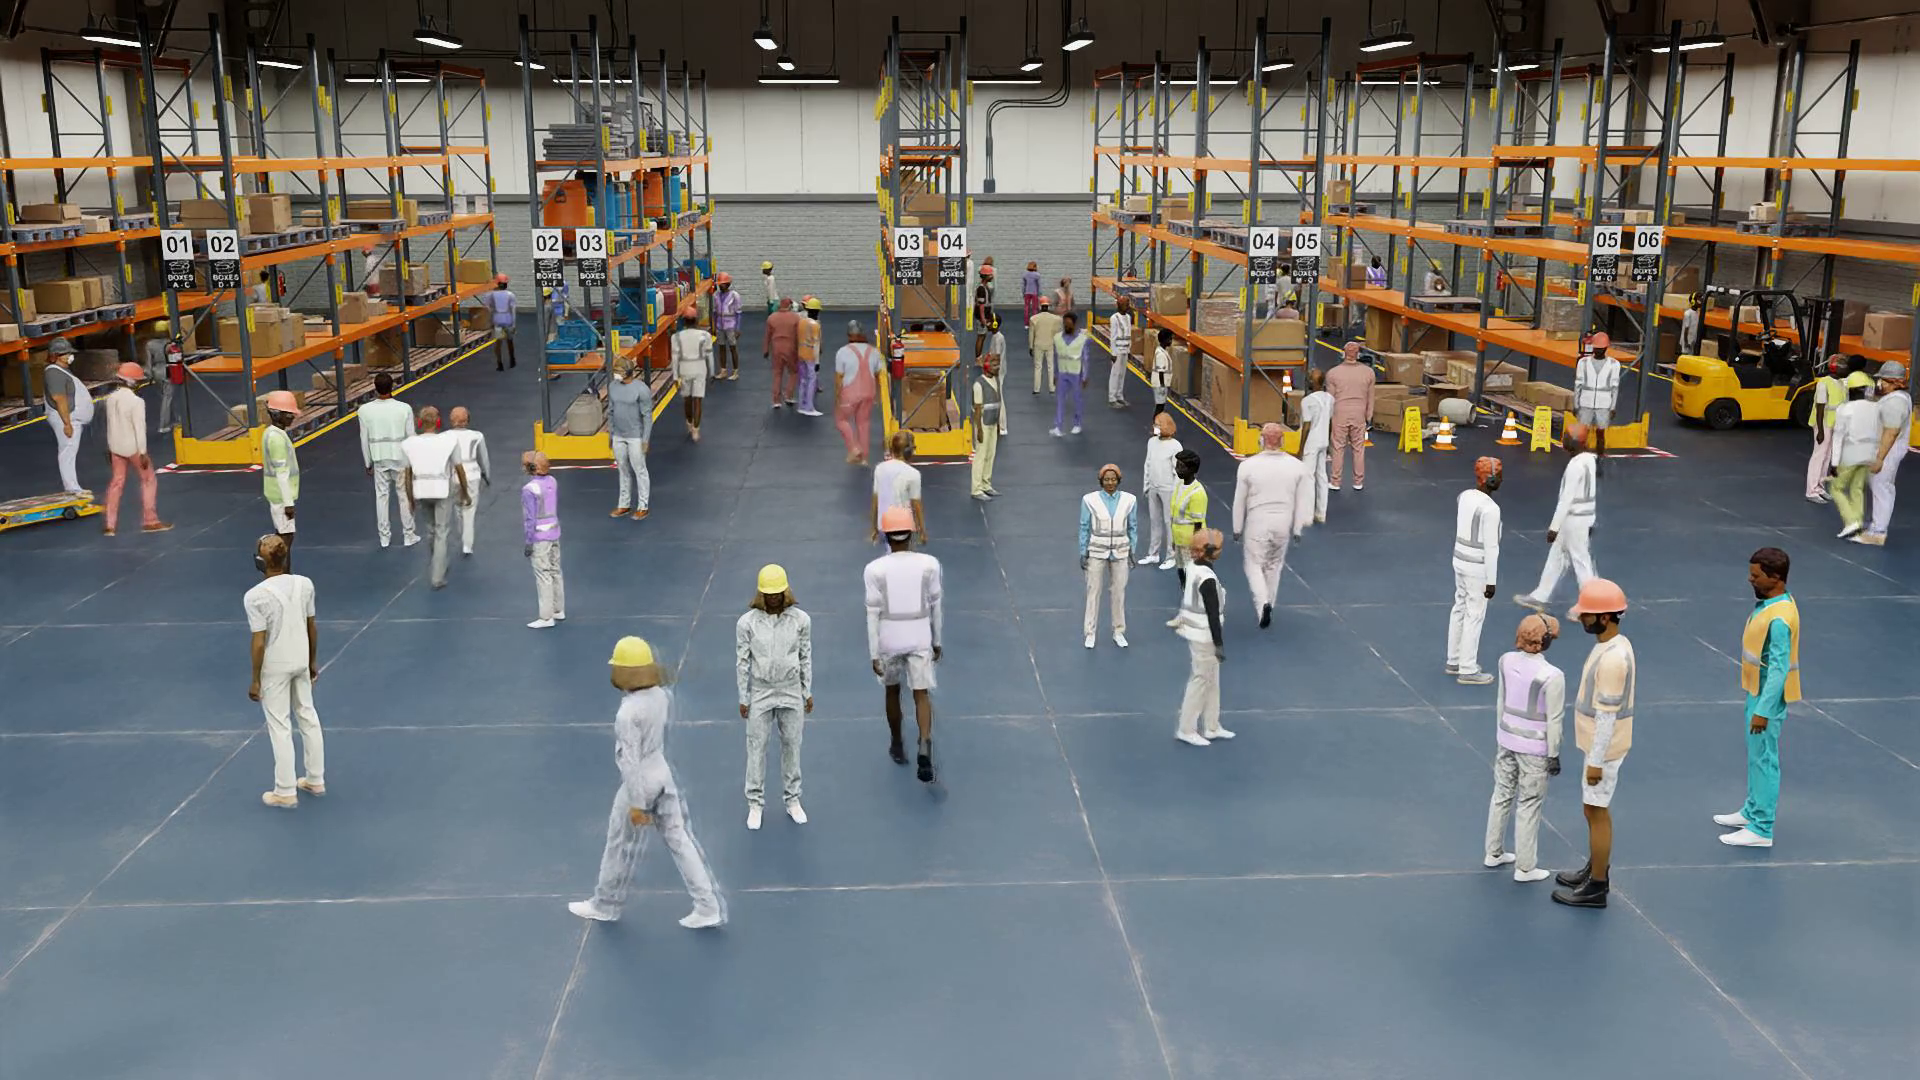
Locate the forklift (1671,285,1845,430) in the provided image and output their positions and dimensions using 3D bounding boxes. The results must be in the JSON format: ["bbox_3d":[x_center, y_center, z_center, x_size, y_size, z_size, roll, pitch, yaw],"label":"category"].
[{"bbox_3d":[12.503,-2.886,26.166,2.313,2.155,1.214,-1,13,-3],"label":"forklift"}]

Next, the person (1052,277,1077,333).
[{"bbox_3d":[2.265,-4.752,35.295,0.543,1.607,0.692,-9,16,-34],"label":"person"}]

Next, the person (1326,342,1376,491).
[{"bbox_3d":[4.950,-1.573,21.219,0.640,1.909,0.409,0,13,-2],"label":"person"}]

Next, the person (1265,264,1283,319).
[{"bbox_3d":[7.241,-5.561,38.186,0.349,1.879,0.579,-9,16,-34],"label":"person"}]

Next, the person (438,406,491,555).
[{"bbox_3d":[-5.358,-0.650,17.981,0.533,1.593,0.868,-2,13,-8],"label":"person"}]

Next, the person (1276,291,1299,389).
[{"bbox_3d":[5.968,-3.641,30.280,0.321,1.769,0.523,-12,18,-40],"label":"person"}]

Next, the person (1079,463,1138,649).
[{"bbox_3d":[1.297,0.137,14.547,0.525,1.638,0.308,-1,13,-6],"label":"person"}]

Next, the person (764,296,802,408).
[{"bbox_3d":[-2.950,-3.190,28.124,0.779,1.866,0.792,3,14,13],"label":"person"}]

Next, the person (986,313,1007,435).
[{"bbox_3d":[0.556,-2.530,25.388,0.325,1.861,0.501,-1,13,-3],"label":"person"}]

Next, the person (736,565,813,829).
[{"bbox_3d":[-1.180,0.999,10.675,0.492,1.742,0.320,-4,14,-16],"label":"person"}]

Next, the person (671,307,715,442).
[{"bbox_3d":[-4.010,-2.497,24.982,0.613,1.989,1.070,0,13,-1],"label":"person"}]

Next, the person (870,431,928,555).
[{"bbox_3d":[-0.508,-0.094,15.140,0.507,1.815,0.726,13,18,43],"label":"person"}]

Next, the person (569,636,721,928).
[{"bbox_3d":[-1.753,1.355,9.271,0.916,1.695,0.503,5,14,19],"label":"person"}]

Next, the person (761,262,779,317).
[{"bbox_3d":[-4.361,-5.520,38.283,0.413,1.749,0.529,-2,13,-10],"label":"person"}]

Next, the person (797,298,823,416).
[{"bbox_3d":[-2.445,-2.993,27.227,0.406,1.914,0.585,-11,17,-38],"label":"person"}]

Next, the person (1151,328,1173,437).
[{"bbox_3d":[3.019,-2.322,24.876,0.325,1.682,0.538,2,13,7],"label":"person"}]

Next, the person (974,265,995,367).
[{"bbox_3d":[0.499,-4.466,33.213,0.412,2.035,0.605,2,13,7],"label":"person"}]

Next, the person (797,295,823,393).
[{"bbox_3d":[-2.699,-3.497,29.700,0.574,1.747,0.335,7,15,29],"label":"person"}]

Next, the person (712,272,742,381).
[{"bbox_3d":[-4.395,-3.996,31.195,0.615,2.038,0.395,7,15,27],"label":"person"}]

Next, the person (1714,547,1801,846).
[{"bbox_3d":[5.035,0.977,10.401,0.391,1.915,0.587,5,14,20],"label":"person"}]

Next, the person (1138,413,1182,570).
[{"bbox_3d":[2.100,-0.516,17.326,0.282,1.633,0.500,-11,17,-38],"label":"person"}]

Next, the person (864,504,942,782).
[{"bbox_3d":[-0.376,0.716,11.521,0.551,1.912,0.839,-2,13,-9],"label":"person"}]

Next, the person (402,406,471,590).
[{"bbox_3d":[-5.231,-0.443,16.666,0.583,1.802,0.866,0,13,2],"label":"person"}]

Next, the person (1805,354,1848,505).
[{"bbox_3d":[10.690,-1.378,20.512,0.565,1.850,0.390,-12,18,-41],"label":"person"}]

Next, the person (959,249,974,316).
[{"bbox_3d":[0.166,-6.695,43.269,0.350,1.743,0.563,5,14,20],"label":"person"}]

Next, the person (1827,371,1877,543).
[{"bbox_3d":[9.890,-0.912,18.412,0.618,1.905,0.455,-3,14,-11],"label":"person"}]

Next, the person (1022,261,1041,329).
[{"bbox_3d":[1.730,-5.912,40.182,0.503,1.632,0.274,6,15,25],"label":"person"}]

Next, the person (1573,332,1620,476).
[{"bbox_3d":[8.454,-1.805,22.141,0.552,1.932,0.377,6,14,23],"label":"person"}]

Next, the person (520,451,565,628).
[{"bbox_3d":[-3.819,-0.008,15.181,0.336,1.631,0.546,4,14,16],"label":"person"}]

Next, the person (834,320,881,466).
[{"bbox_3d":[-1.439,-2.017,22.812,0.719,2.000,0.539,-9,16,-33],"label":"person"}]

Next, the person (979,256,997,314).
[{"bbox_3d":[0.704,-6.432,42.435,0.511,1.616,0.634,3,14,13],"label":"person"}]
